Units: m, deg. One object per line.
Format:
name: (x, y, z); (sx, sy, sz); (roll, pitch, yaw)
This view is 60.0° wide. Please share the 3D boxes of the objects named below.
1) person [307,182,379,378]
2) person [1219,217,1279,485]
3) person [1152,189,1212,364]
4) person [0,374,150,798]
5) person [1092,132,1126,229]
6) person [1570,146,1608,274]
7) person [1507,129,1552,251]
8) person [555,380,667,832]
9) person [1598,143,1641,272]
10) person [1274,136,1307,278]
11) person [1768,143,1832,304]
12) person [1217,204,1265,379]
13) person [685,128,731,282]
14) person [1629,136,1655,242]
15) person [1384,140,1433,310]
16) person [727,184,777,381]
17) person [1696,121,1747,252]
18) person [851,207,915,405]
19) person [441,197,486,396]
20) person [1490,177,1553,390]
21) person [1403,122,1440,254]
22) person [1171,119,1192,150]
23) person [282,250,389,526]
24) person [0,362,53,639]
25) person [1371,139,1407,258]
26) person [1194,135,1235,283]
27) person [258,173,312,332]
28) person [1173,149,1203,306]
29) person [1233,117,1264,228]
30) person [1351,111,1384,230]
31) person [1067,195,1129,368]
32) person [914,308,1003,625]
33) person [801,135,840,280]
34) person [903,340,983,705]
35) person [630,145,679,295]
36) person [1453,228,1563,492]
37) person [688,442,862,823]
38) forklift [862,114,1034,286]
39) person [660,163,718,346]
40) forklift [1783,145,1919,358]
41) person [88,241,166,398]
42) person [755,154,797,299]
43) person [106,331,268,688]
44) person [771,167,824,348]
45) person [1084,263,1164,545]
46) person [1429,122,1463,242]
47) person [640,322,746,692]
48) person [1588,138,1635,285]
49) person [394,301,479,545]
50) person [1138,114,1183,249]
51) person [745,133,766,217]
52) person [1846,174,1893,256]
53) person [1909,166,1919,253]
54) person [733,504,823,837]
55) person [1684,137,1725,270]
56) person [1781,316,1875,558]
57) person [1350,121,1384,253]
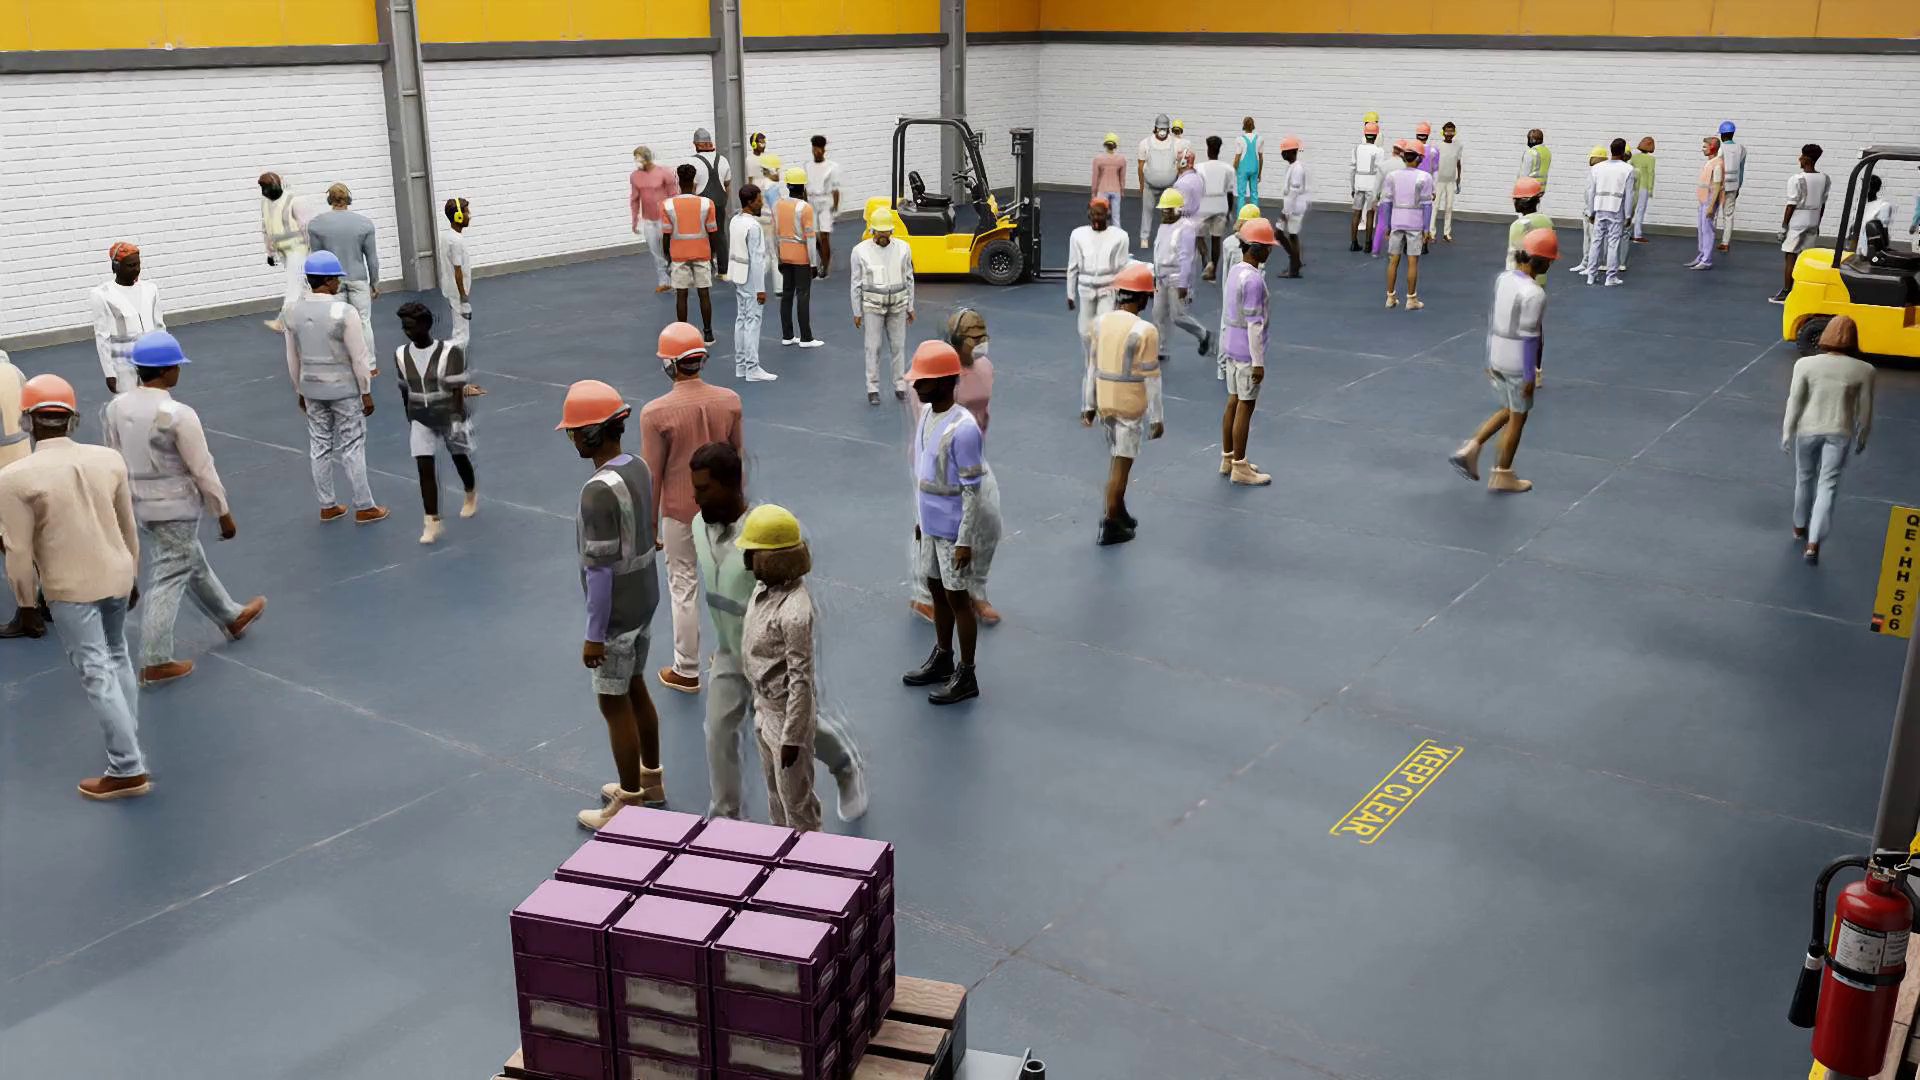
person: (-6.038, -2.540, 16.394); (0.623, 1.932, 0.372); (-6, 19, -17)
person: (2.220, -1.444, 12.772); (0.374, 2.043, 0.608); (-2, 18, -7)
person: (2.246, -2.694, 17.054); (0.675, 1.805, 0.595); (-9, 20, -26)
person: (-4.085, 0.215, 7.725); (0.633, 1.955, 0.620); (8, 19, 23)
person: (2.242, -5.254, 25.138); (0.531, 1.765, 0.328); (-3, 18, -8)
person: (8.736, -4.552, 22.977); (0.294, 1.744, 0.486); (-1, 18, -2)
person: (8.577, -5.237, 24.988); (0.632, 1.831, 0.429); (-16, 24, -40)
person: (-1.539, 0.295, 7.360); (0.410, 2.028, 0.620); (2, 18, 6)
person: (9.165, -4.621, 23.154); (0.522, 1.768, 0.313); (0, 18, 0)
person: (4.461, -4.485, 22.498); (0.454, 1.911, 0.537); (-1, 18, -4)
person: (10.418, -3.908, 20.601); (0.608, 1.966, 0.365); (-6, 19, -18)
person: (2.779, -2.417, 16.315); (0.480, 1.733, 0.343); (16, 23, 40)
person: (-3.422, -4.473, 22.249); (0.688, 2.000, 0.536); (-16, 23, -40)
person: (10.696, -5.508, 26.141); (0.274, 1.632, 0.503); (-6, 19, -19)
person: (5.446, -3.820, 20.216); (0.605, 2.035, 0.384); (14, 22, 36)
person: (-2.079, -2.528, 16.361); (0.375, 1.917, 0.597); (-9, 20, -26)
person: (11.461, -5.303, 25.014); (0.605, 1.939, 0.417); (-2, 18, -7)
person: (-0.707, -2.157, 15.367); (0.603, 1.820, 0.403); (-6, 19, -17)
person: (-4.723, -2.290, 15.721); (0.338, 1.862, 0.515); (-8, 19, -23)
person: (5.373, -2.436, 15.911); (0.624, 2.030, 0.443); (-14, 23, -38)
person: (6.847, -5.246, 24.829); (0.542, 1.939, 0.362); (3, 18, 9)
person: (3.644, -6.194, 28.075); (0.533, 1.768, 0.310); (2, 18, 7)
person: (-4.412, -1.056, 11.722); (0.602, 1.941, 0.402); (4, 18, 13)
person: (-5.572, -0.381, 9.621); (0.377, 1.932, 0.552); (-1, 18, -2)
person: (6.365, -5.041, 24.558); (0.622, 1.710, 0.607); (1, 18, 2)
person: (3.352, -4.386, 22.122); (0.620, 1.948, 0.494); (-2, 18, -6)
person: (-7.667, -3.266, 18.905); (0.652, 1.781, 0.915); (10, 20, 29)
person: (2.744, -3.844, 20.497); (0.409, 1.907, 0.648); (7, 19, 20)
person: (4.765, -6.070, 27.569); (0.507, 1.840, 0.344); (-3, 18, -8)
person: (6.767, -6.112, 27.557); (0.366, 1.926, 0.593); (14, 22, 37)
person: (1.333, -2.399, 16.066); (0.582, 1.864, 0.784); (4, 18, 12)
person: (0.003, -0.397, 9.705); (0.628, 1.917, 0.691); (-17, 24, -42)
person: (-1.872, -4.521, 22.568); (0.610, 1.938, 0.509); (8, 19, 24)
person: (-0.105, -0.088, 8.699); (0.373, 1.935, 0.552); (-9, 20, -26)
person: (-3.882, -4.079, 21.246); (0.653, 1.896, 0.497); (7, 19, 22)
person: (4.126, -1.321, 12.424); (0.540, 2.019, 0.634); (-3, 18, -9)
person: (-0.805, 0.454, 7.139); (0.636, 1.869, 0.987); (15, 23, 39)
forklift: (-0.171, -4.594, 22.377); (2.313, 2.155, 1.214); (1, 18, 3)
person: (-2.917, -3.069, 17.975); (0.607, 1.966, 0.367); (-4, 18, -12)
forklift: (9.803, -2.879, 17.013); (2.313, 2.155, 1.214); (12, 21, 33)
person: (-6.274, -1.329, 12.684); (0.360, 1.879, 0.582); (9, 20, 25)
person: (-2.379, -3.932, 20.934); (0.538, 1.819, 0.620); (-5, 18, -16)
person: (-4.233, -0.211, 9.151); (0.627, 1.891, 0.997); (10, 20, 28)
person: (-1.761, -3.039, 17.945); (0.585, 1.928, 0.368); (13, 22, 35)
person: (1.173, -0.925, 11.349); (0.629, 1.911, 0.586); (-15, 23, -39)
person: (7.622, -5.621, 26.135); (0.511, 1.861, 0.323); (0, 18, -1)
person: (-1.428, -0.176, 8.905); (0.611, 1.985, 0.415); (-14, 23, -38)
person: (8.610, -4.344, 22.044); (0.590, 1.919, 0.392); (16, 24, 41)
person: (-3.631, -0.867, 11.595); (0.527, 1.653, 0.864); (1, 18, 3)
person: (3.047, -5.462, 25.340); (0.684, 2.000, 0.536); (0, 18, 1)
person: (-2.860, -4.850, 23.704); (0.328, 1.871, 0.510); (5, 18, 14)
person: (10.778, -3.501, 19.780); (0.398, 1.678, 0.549); (-6, 19, -18)
person: (12.884, -4.211, 22.129); (0.659, 1.608, 0.329); (-12, 21, -33)
person: (-0.719, 0.696, 6.561); (0.293, 1.745, 0.484); (-7, 19, -22)
person: (10.498, -4.708, 23.303); (0.374, 1.840, 0.568); (3, 18, 10)
person: (5.808, -0.698, 11.163); (0.515, 1.596, 0.837); (9, 20, 26)
person: (6.131, -5.300, 24.998); (0.356, 1.938, 0.552); (-17, 24, -42)
